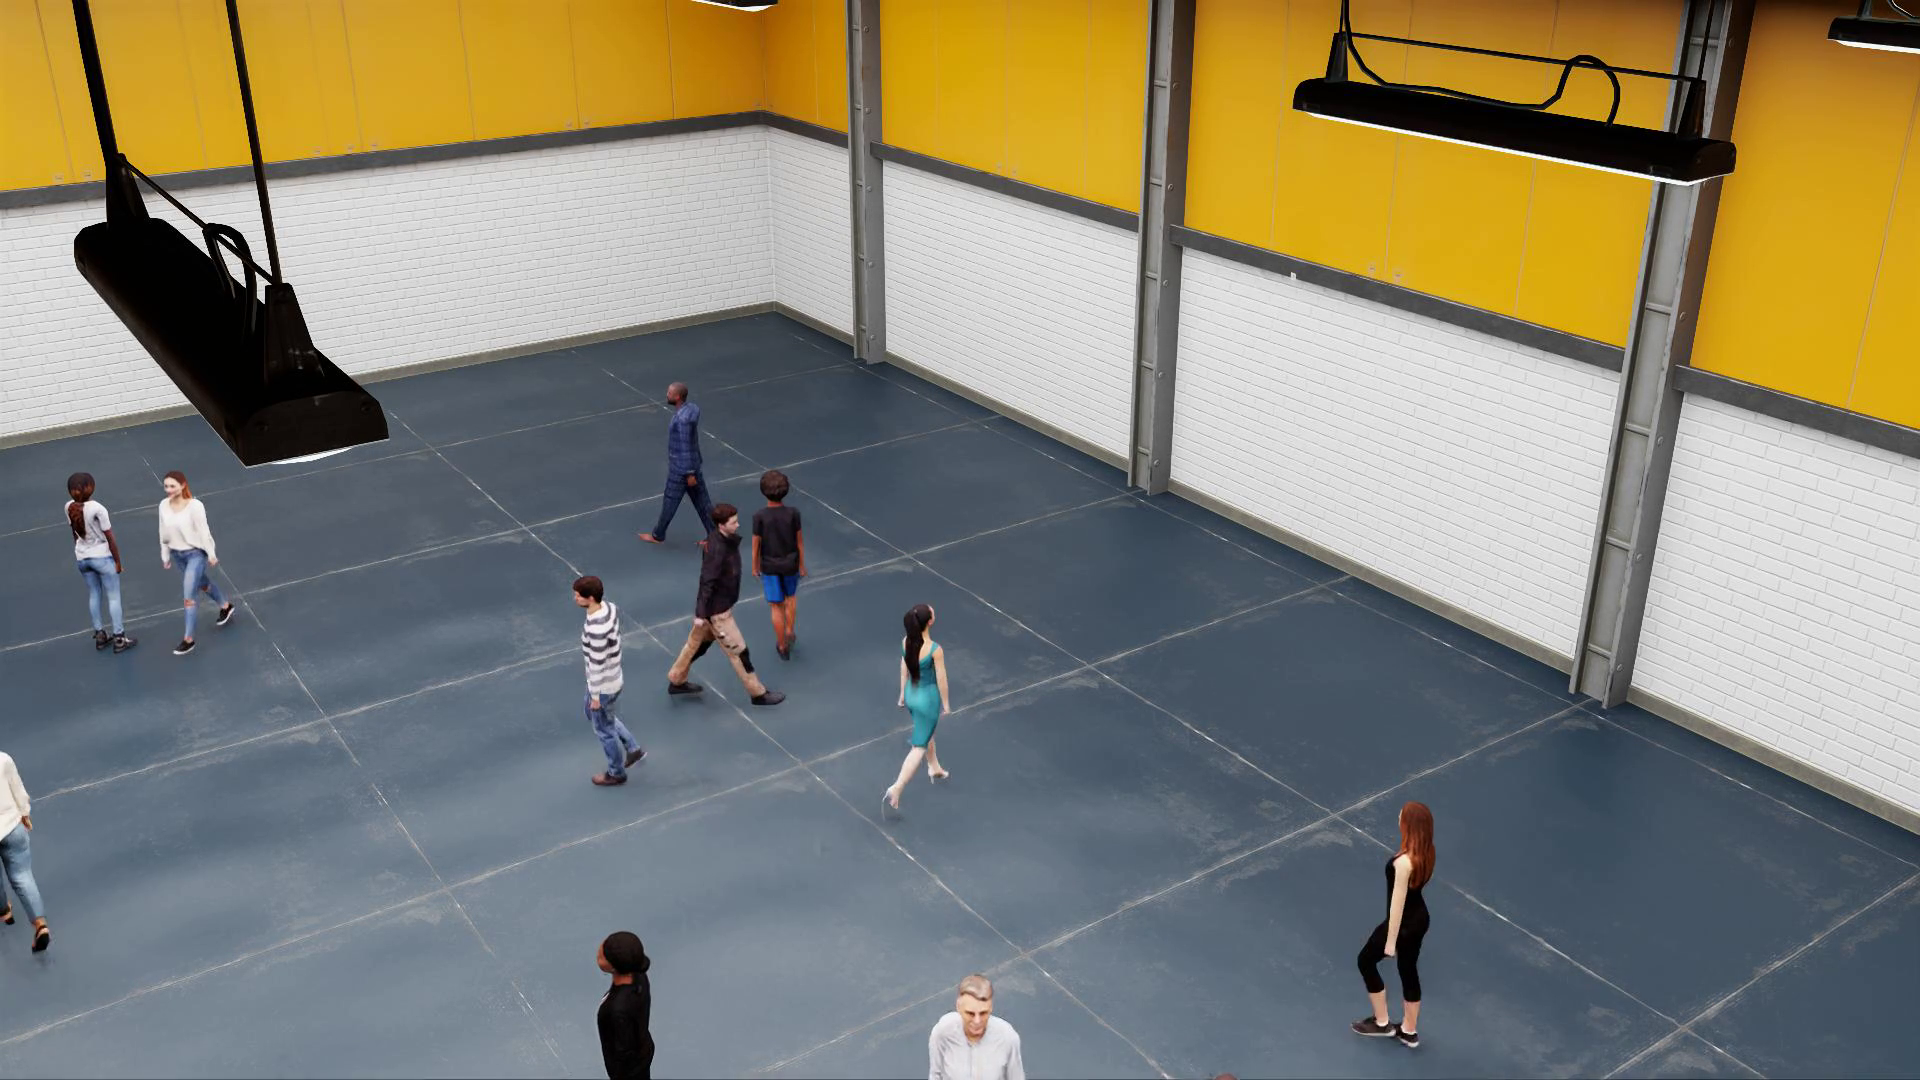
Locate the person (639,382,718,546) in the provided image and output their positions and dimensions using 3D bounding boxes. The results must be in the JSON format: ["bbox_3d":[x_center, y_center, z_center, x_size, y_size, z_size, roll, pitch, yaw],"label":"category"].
[{"bbox_3d":[-2.741,-0.750,17.212,1.156,1.788,1.146,1,24,3],"label":"person"}]

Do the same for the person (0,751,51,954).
[{"bbox_3d":[-6.401,2.010,11.083,0.698,1.640,1.074,-19,30,-37],"label":"person"}]

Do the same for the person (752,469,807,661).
[{"bbox_3d":[-1.601,0.256,14.910,0.744,1.789,0.807,-7,24,-15],"label":"person"}]

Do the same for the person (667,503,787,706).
[{"bbox_3d":[-2.120,0.578,14.075,1.294,1.869,1.338,-1,24,-3],"label":"person"}]

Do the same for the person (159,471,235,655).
[{"bbox_3d":[-7.050,0.145,15.342,1.141,1.647,1.161,5,24,12],"label":"person"}]

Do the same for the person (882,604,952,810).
[{"bbox_3d":[-0.338,1.294,12.703,1.028,1.654,0.809,19,30,37],"label":"person"}]

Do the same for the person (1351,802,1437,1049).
[{"bbox_3d":[2.775,2.388,10.127,0.681,1.713,0.656,20,31,38],"label":"person"}]

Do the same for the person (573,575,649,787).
[{"bbox_3d":[-2.672,1.099,12.928,0.901,1.831,0.836,0,24,0],"label":"person"}]

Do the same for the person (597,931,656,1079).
[{"bbox_3d":[-1.800,2.846,9.126,0.745,1.675,0.662,1,24,2],"label":"person"}]

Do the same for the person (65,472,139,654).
[{"bbox_3d":[-7.870,0.188,15.150,0.644,1.720,0.709,5,24,11],"label":"person"}]

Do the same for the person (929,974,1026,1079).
[{"bbox_3d":[0.085,2.969,8.736,1.153,1.763,1.300,1,24,2],"label":"person"}]
